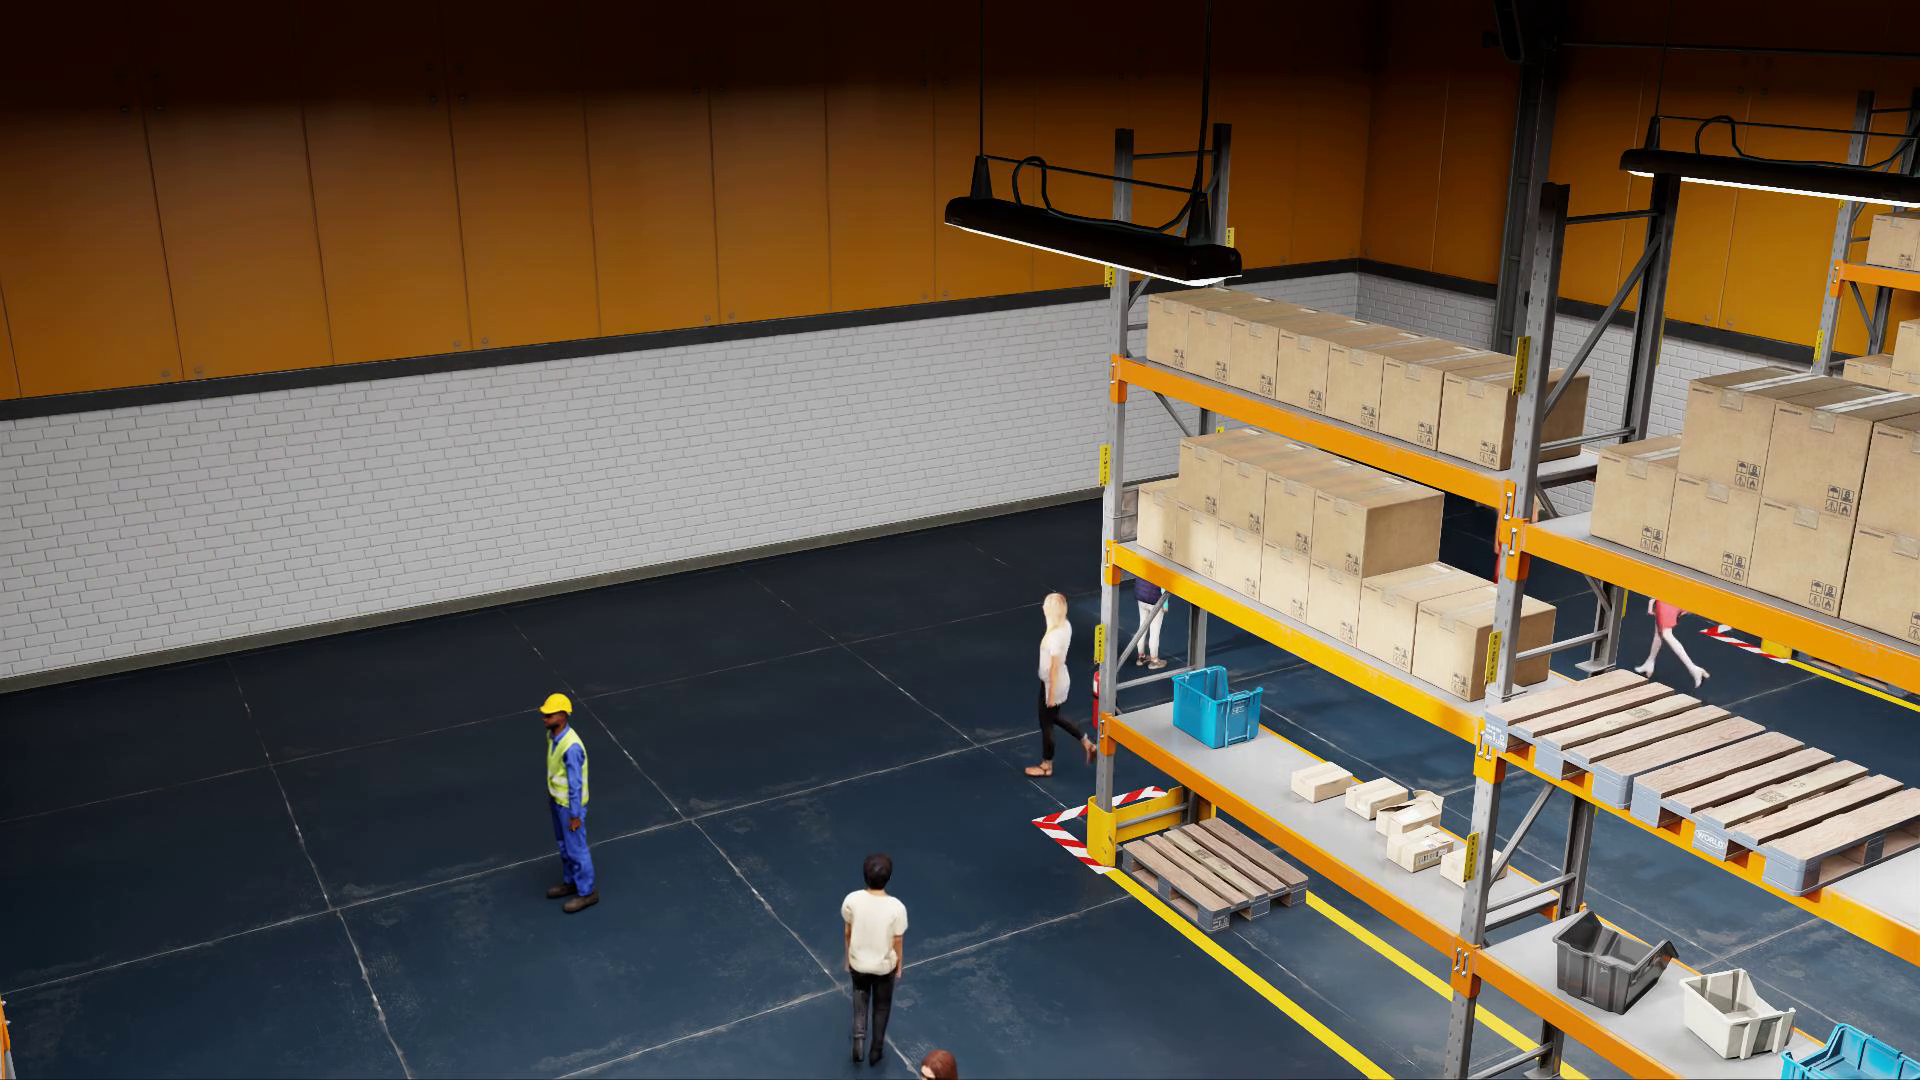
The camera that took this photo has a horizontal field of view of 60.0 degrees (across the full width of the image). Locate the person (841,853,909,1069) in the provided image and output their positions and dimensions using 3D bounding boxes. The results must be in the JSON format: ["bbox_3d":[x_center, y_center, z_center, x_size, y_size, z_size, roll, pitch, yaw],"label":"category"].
[{"bbox_3d":[-0.589,2.859,11.079,0.751,1.576,0.809,3,19,8],"label":"person"}]

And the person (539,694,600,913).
[{"bbox_3d":[-3.090,2.045,13.128,0.734,1.811,0.516,-12,22,-31],"label":"person"}]

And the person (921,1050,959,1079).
[{"bbox_3d":[-0.087,3.489,8.972,0.538,1.727,0.682,17,25,41],"label":"person"}]

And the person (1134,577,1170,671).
[{"bbox_3d":[2.043,0.639,17.787,0.682,1.501,0.584,-17,25,-40],"label":"person"}]

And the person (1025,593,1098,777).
[{"bbox_3d":[0.960,1.345,15.205,1.008,1.812,0.954,4,19,13],"label":"person"}]
